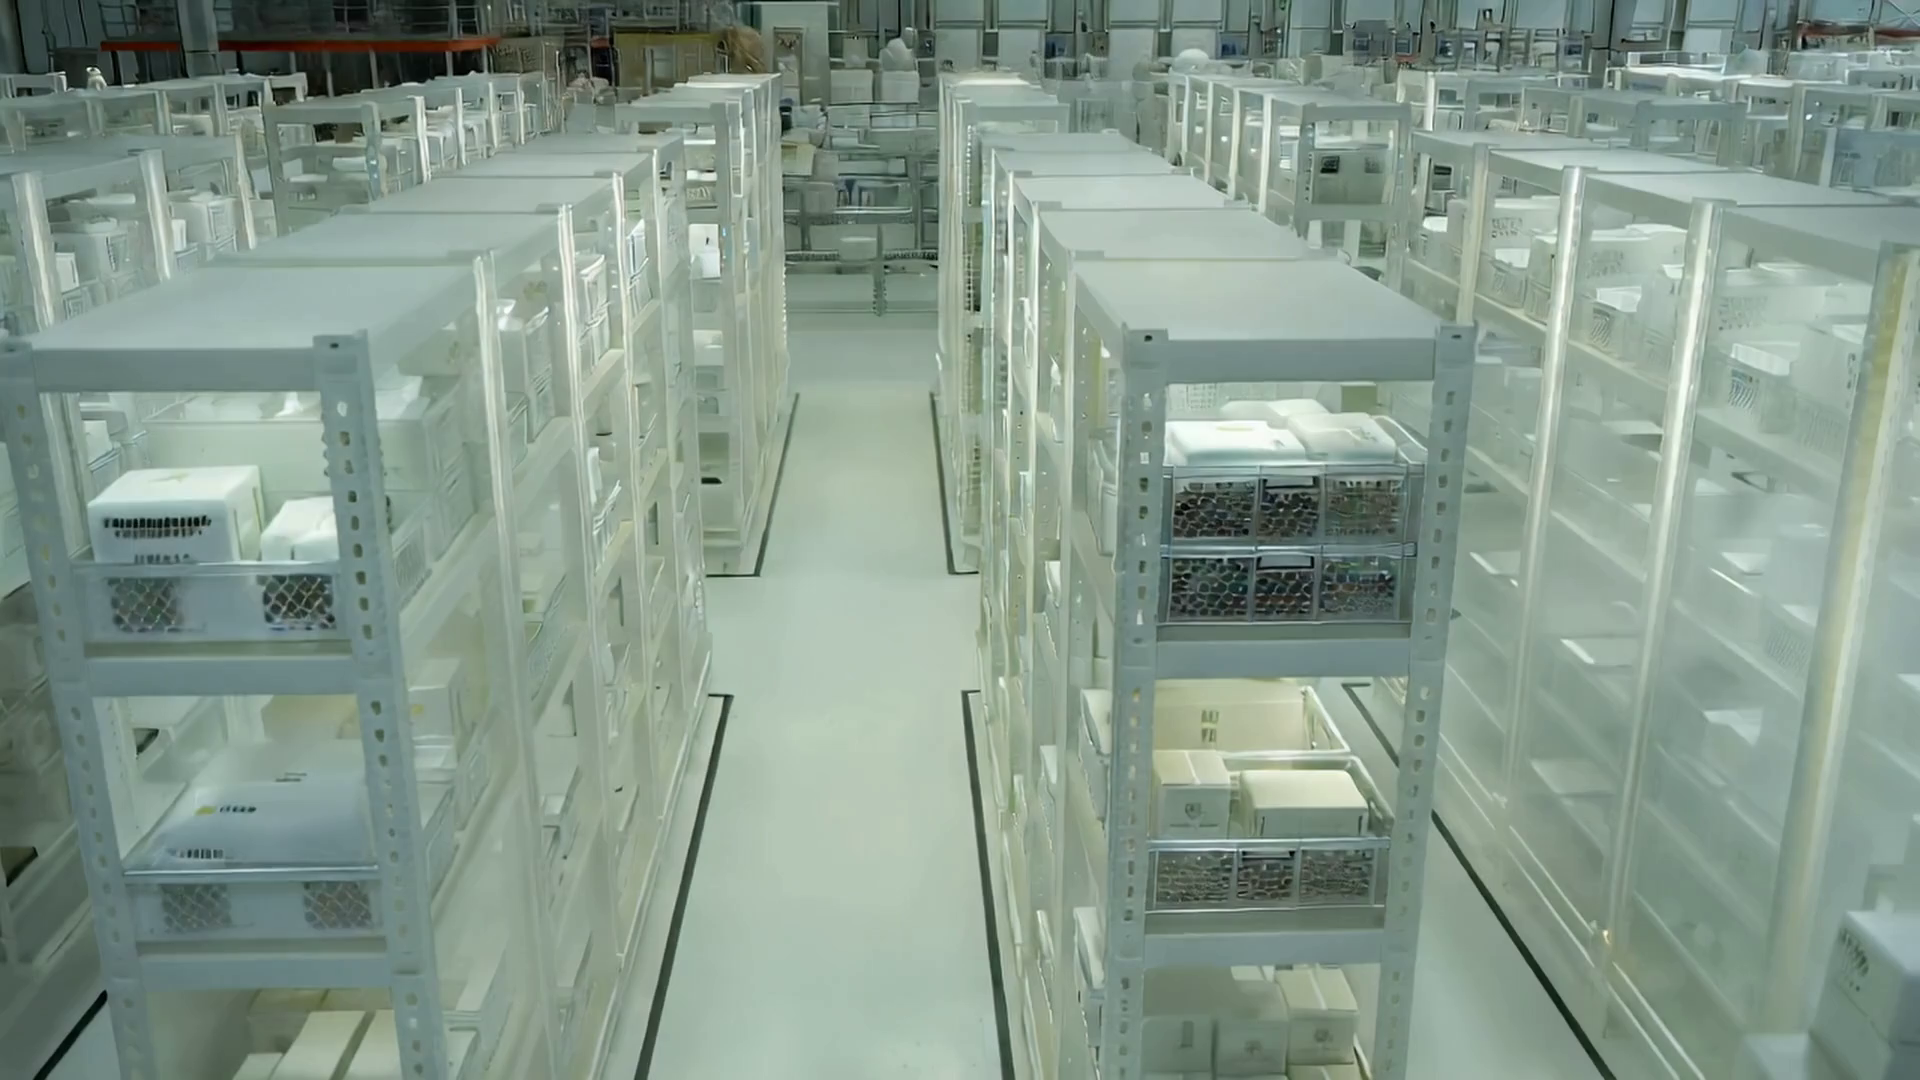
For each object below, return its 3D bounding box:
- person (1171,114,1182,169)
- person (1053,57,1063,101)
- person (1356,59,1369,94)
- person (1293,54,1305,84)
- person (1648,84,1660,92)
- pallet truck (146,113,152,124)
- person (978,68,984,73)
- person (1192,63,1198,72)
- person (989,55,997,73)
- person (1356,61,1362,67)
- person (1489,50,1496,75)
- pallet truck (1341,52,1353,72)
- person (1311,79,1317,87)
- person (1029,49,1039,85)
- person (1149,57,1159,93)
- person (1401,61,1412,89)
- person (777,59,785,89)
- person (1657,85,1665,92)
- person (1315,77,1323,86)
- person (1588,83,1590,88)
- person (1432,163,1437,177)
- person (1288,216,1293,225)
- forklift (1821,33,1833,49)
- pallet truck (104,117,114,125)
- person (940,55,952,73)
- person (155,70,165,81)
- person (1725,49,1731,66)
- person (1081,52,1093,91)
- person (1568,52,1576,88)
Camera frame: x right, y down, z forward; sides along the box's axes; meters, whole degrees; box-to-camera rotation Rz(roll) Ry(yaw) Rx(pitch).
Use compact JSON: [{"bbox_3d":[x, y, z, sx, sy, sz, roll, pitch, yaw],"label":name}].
[{"bbox_3d":[5.216,-9.370,40.074,0.385,1.755,0.534,-2,18,-6],"label":"person"},{"bbox_3d":[4.357,-20.543,74.248,0.378,1.996,0.611,-9,20,-27],"label":"person"},{"bbox_3d":[17.762,-20.297,73.633,0.598,1.901,0.604,7,19,21],"label":"person"},{"bbox_3d":[16.904,-23.270,82.937,0.634,1.841,0.429,7,19,21],"label":"person"},{"bbox_3d":[22.975,-14.355,55.029,1.004,2.000,0.701,8,20,23],"label":"person"},{"bbox_3d":[-18.087,-8.309,36.390,1.885,1.965,0.823,-1,18,-4],"label":"pallet truck"},{"bbox_3d":[0.824,-17.452,64.894,0.534,1.864,0.310,-12,21,-32],"label":"person"},{"bbox_3d":[9.242,-17.810,65.742,0.606,2.035,0.406,5,19,16],"label":"person"},{"bbox_3d":[1.542,-22.391,80.152,0.417,1.882,0.615,-13,22,-34],"label":"person"},{"bbox_3d":[18.278,-21.145,76.519,0.776,1.733,0.542,0,18,1],"label":"person"},{"bbox_3d":[27.915,-24.674,87.171,0.432,1.906,0.585,-4,18,-12],"label":"person"},{"bbox_3d":[18.794,-23.123,82.231,0.823,1.965,1.885,-13,22,-35],"label":"pallet truck"},{"bbox_3d":[12.175,-15.056,57.588,0.546,1.798,0.667,-9,20,-27],"label":"person"},{"bbox_3d":[3.967,-25.356,89.263,0.597,1.925,0.567,15,23,38],"label":"person"},{"bbox_3d":[9.632,-23.115,82.614,0.492,1.742,0.320,3,18,11],"label":"person"},{"bbox_3d":[21.281,-22.053,79.461,0.540,1.662,0.860,2,18,7],"label":"person"},{"bbox_3d":[-8.783,-22.749,81.349,0.431,1.836,0.619,-7,19,-22],"label":"person"},{"bbox_3d":[25.814,-16.432,61.644,0.396,1.921,0.582,-13,22,-35],"label":"person"},{"bbox_3d":[12.226,-14.860,56.860,0.328,1.876,0.513,1,18,4],"label":"person"},{"bbox_3d":[29.500,-21.512,77.555,0.938,1.797,0.535,17,24,42],"label":"person"},{"bbox_3d":[11.906,-9.947,41.959,0.546,1.680,0.430,0,18,1],"label":"person"},{"bbox_3d":[4.068,-3.150,20.586,0.648,1.894,0.641,2,18,6],"label":"person"},{"bbox_3d":[43.362,-23.988,83.493,1.873,2.768,1.129,13,22,35],"label":"forklift"},{"bbox_3d":[-18.367,-7.885,35.078,1.885,1.965,0.823,1,18,2],"label":"pallet truck"},{"bbox_3d":[-0.711,-22.795,81.431,0.741,1.874,1.047,7,19,21],"label":"person"},{"bbox_3d":[-30.070,-16.720,62.602,0.356,1.883,0.572,0,18,1],"label":"person"},{"bbox_3d":[41.593,-25.680,90.264,0.368,1.932,0.622,0,18,1],"label":"person"},{"bbox_3d":[6.479,-23.772,84.361,0.764,1.925,0.610,16,24,41],"label":"person"},{"bbox_3d":[30.527,-23.368,83.089,0.378,1.937,0.628,13,22,34],"label":"person"}]
